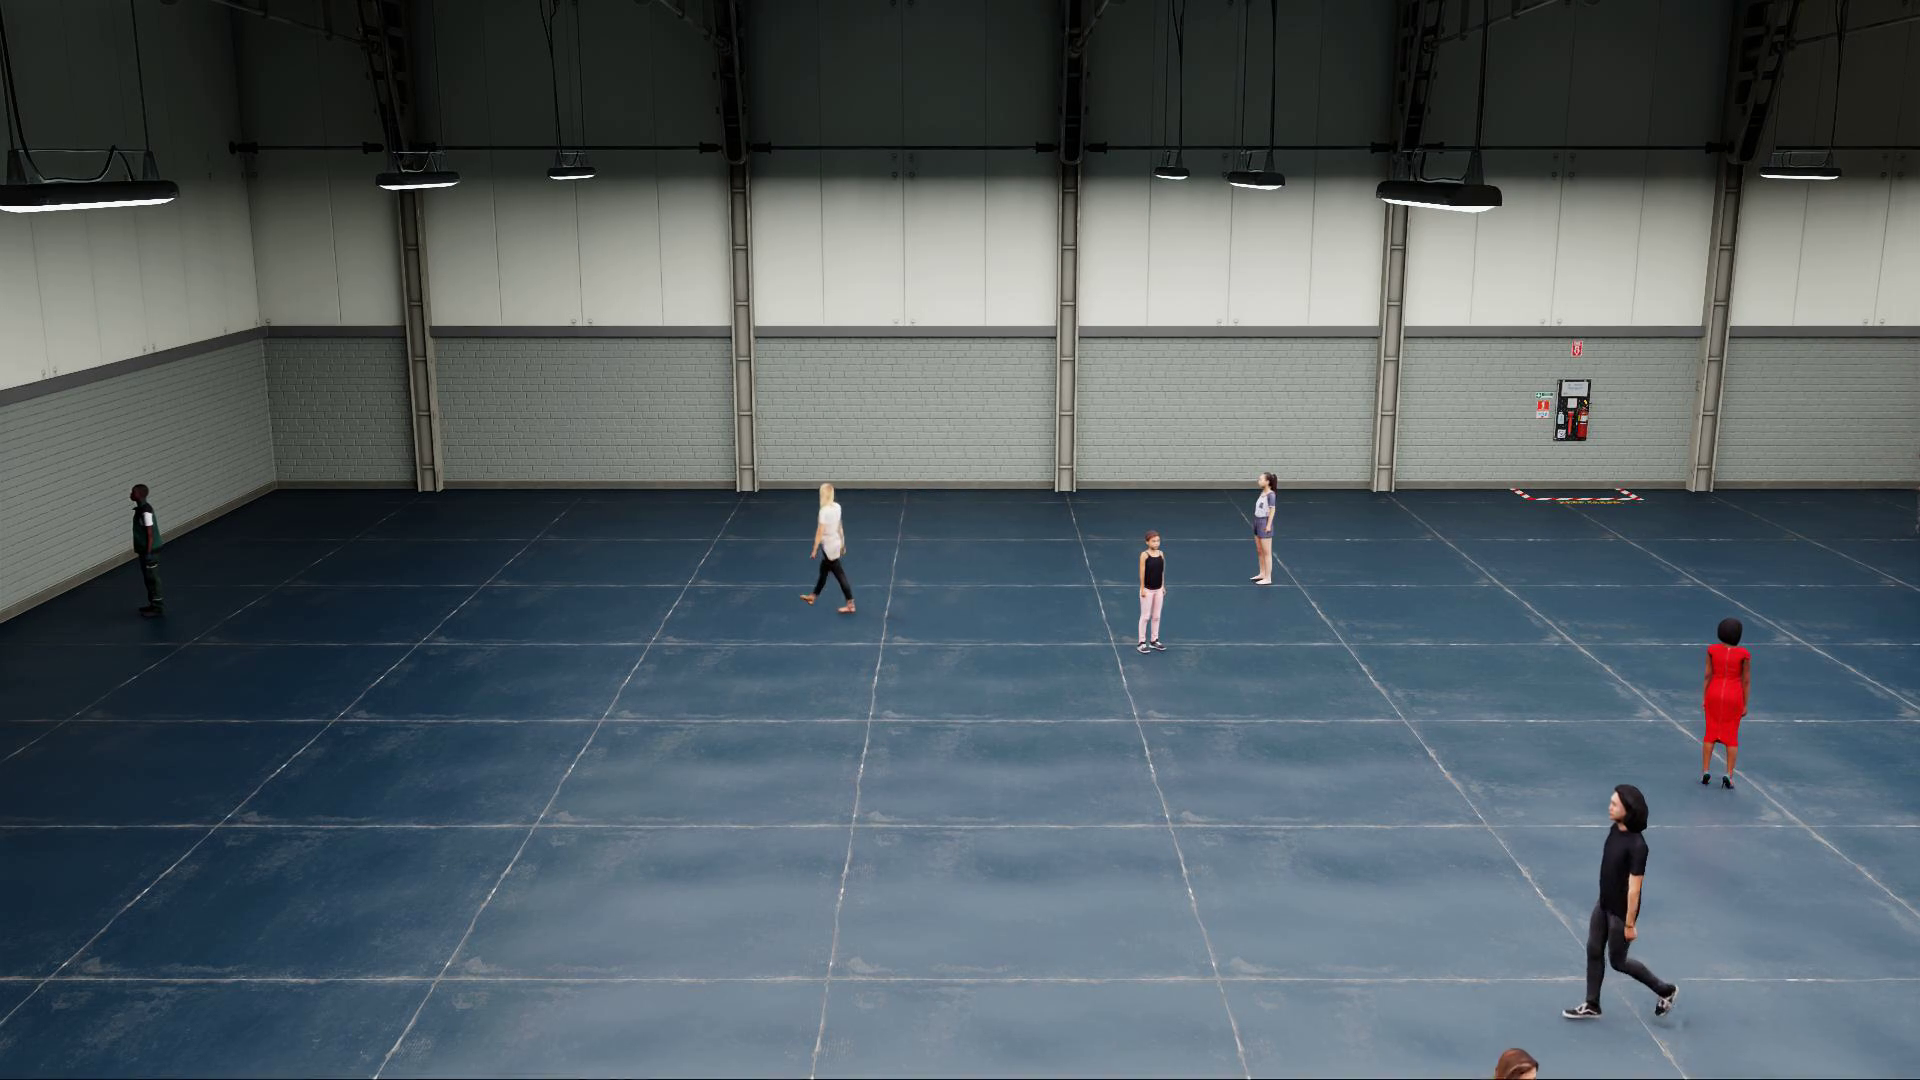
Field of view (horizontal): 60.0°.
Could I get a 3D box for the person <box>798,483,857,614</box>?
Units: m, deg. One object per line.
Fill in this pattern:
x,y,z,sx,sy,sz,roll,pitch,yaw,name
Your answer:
-1.669,0.157,22.742,1.242,1.775,0.948,6,14,24,person

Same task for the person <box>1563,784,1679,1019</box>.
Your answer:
4.824,2.633,11.972,0.989,1.809,0.624,0,13,1,person

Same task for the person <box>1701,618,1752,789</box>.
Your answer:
7.589,1.615,16.514,0.608,1.743,0.706,9,16,33,person

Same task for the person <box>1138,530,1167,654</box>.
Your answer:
2.433,0.637,21.133,0.583,1.565,0.673,-8,15,-30,person

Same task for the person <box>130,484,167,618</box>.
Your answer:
-11.084,0.132,22.705,0.784,1.839,0.783,-7,15,-28,person

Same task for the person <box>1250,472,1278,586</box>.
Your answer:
4.490,-0.183,24.486,0.578,1.650,0.633,-2,13,-10,person
